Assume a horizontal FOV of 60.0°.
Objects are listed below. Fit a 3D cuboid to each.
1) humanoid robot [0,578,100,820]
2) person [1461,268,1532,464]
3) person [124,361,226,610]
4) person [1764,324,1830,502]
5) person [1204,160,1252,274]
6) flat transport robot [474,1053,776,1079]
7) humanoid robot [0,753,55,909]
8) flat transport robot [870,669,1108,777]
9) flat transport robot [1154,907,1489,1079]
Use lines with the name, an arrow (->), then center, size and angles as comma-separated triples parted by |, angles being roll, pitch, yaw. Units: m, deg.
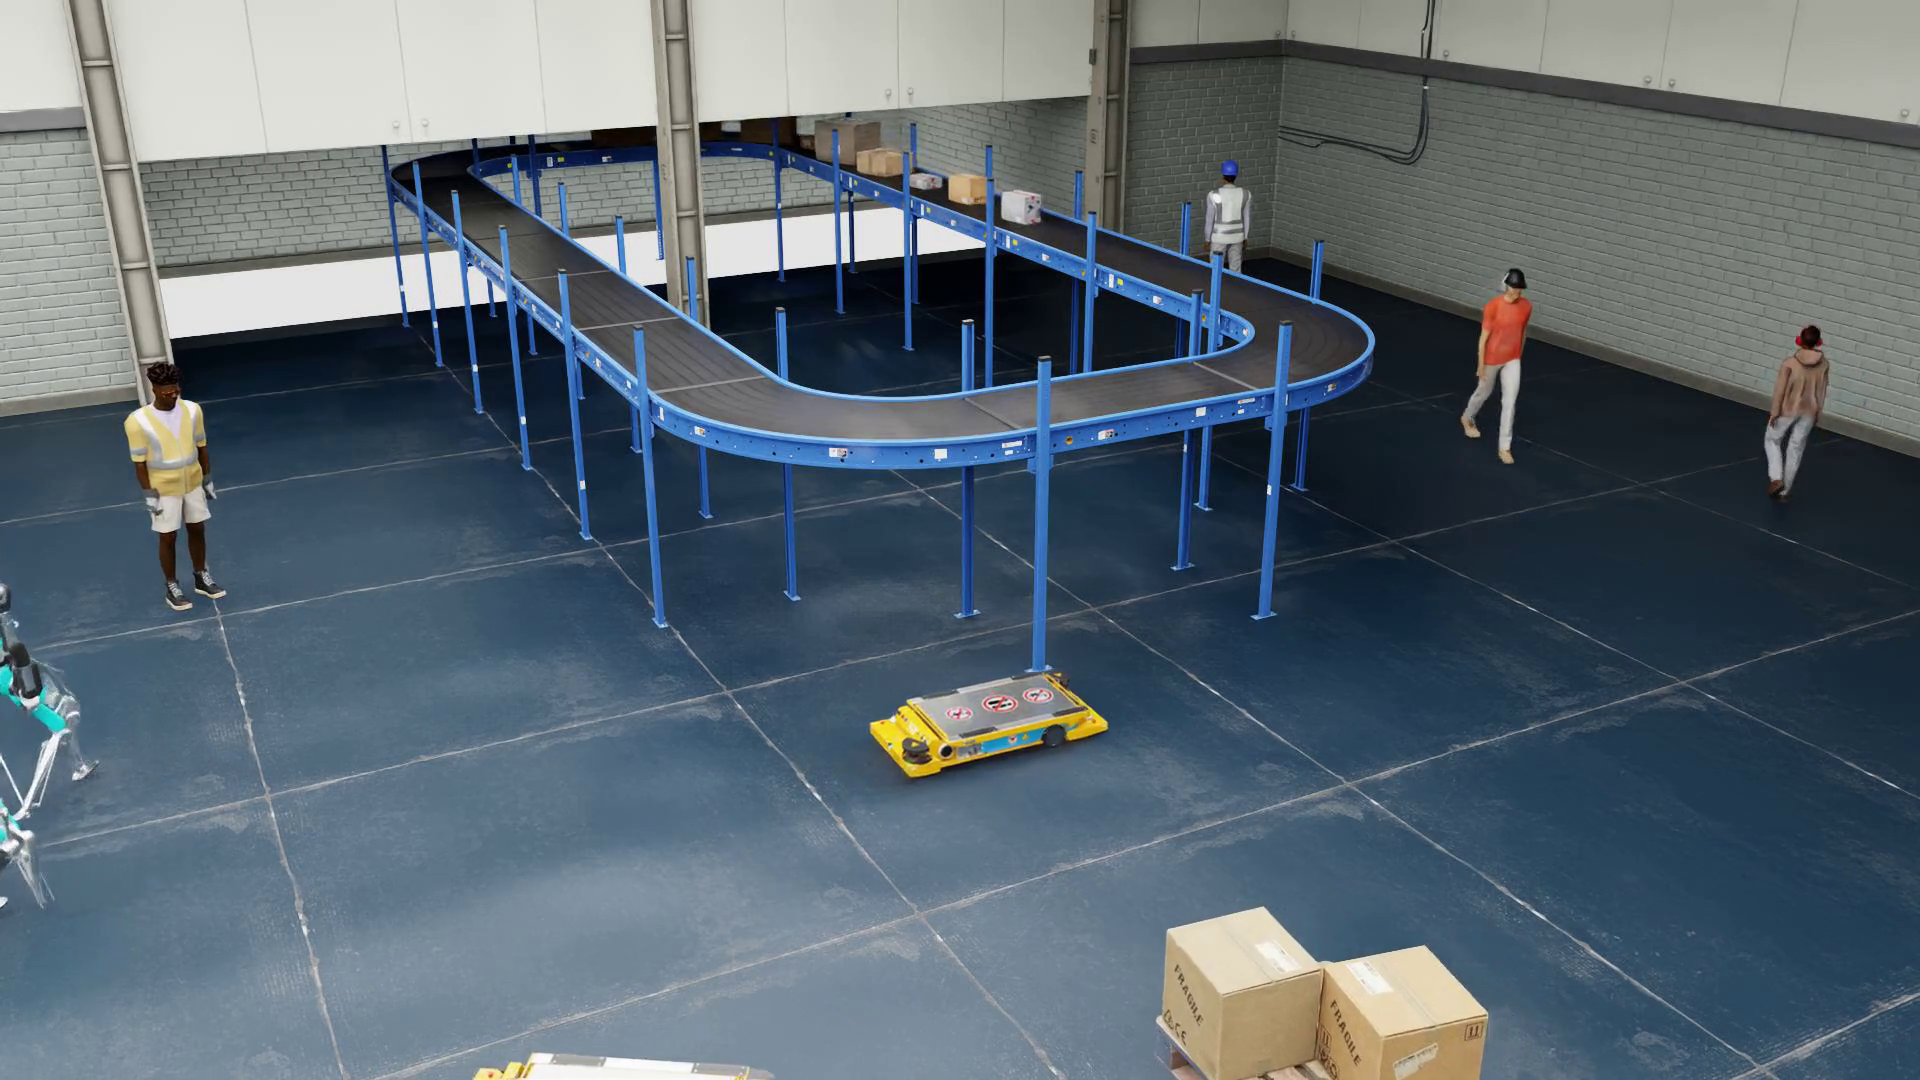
humanoid robot -> -5.537, 0.774, 10.066 | 0.555, 1.796, 0.836 | 12, 25, 27
person -> 5.221, -1.767, 16.138 | 0.506, 1.863, 0.995 | -2, 22, -5
person -> -5.960, -0.419, 12.682 | 0.410, 1.949, 0.598 | 15, 27, 33
person -> 7.443, -1.126, 14.825 | 0.470, 1.638, 0.393 | 3, 22, 8
person -> 3.387, -3.830, 21.107 | 0.602, 1.948, 0.381 | -4, 22, -9
flat transport robot -> -1.565, 2.614, 7.413 | 1.431, 0.231, 0.659 | 2, 22, 5
humanoid robot -> -5.196, 1.292, 8.877 | 0.755, 1.907, 0.563 | 6, 23, 14
flat transport robot -> 0.192, 1.193, 10.927 | 1.431, 0.231, 0.659 | -10, 24, -24
flat transport robot -> 1.622, 2.595, 7.462 | 1.431, 0.231, 0.659 | -10, 24, -24
